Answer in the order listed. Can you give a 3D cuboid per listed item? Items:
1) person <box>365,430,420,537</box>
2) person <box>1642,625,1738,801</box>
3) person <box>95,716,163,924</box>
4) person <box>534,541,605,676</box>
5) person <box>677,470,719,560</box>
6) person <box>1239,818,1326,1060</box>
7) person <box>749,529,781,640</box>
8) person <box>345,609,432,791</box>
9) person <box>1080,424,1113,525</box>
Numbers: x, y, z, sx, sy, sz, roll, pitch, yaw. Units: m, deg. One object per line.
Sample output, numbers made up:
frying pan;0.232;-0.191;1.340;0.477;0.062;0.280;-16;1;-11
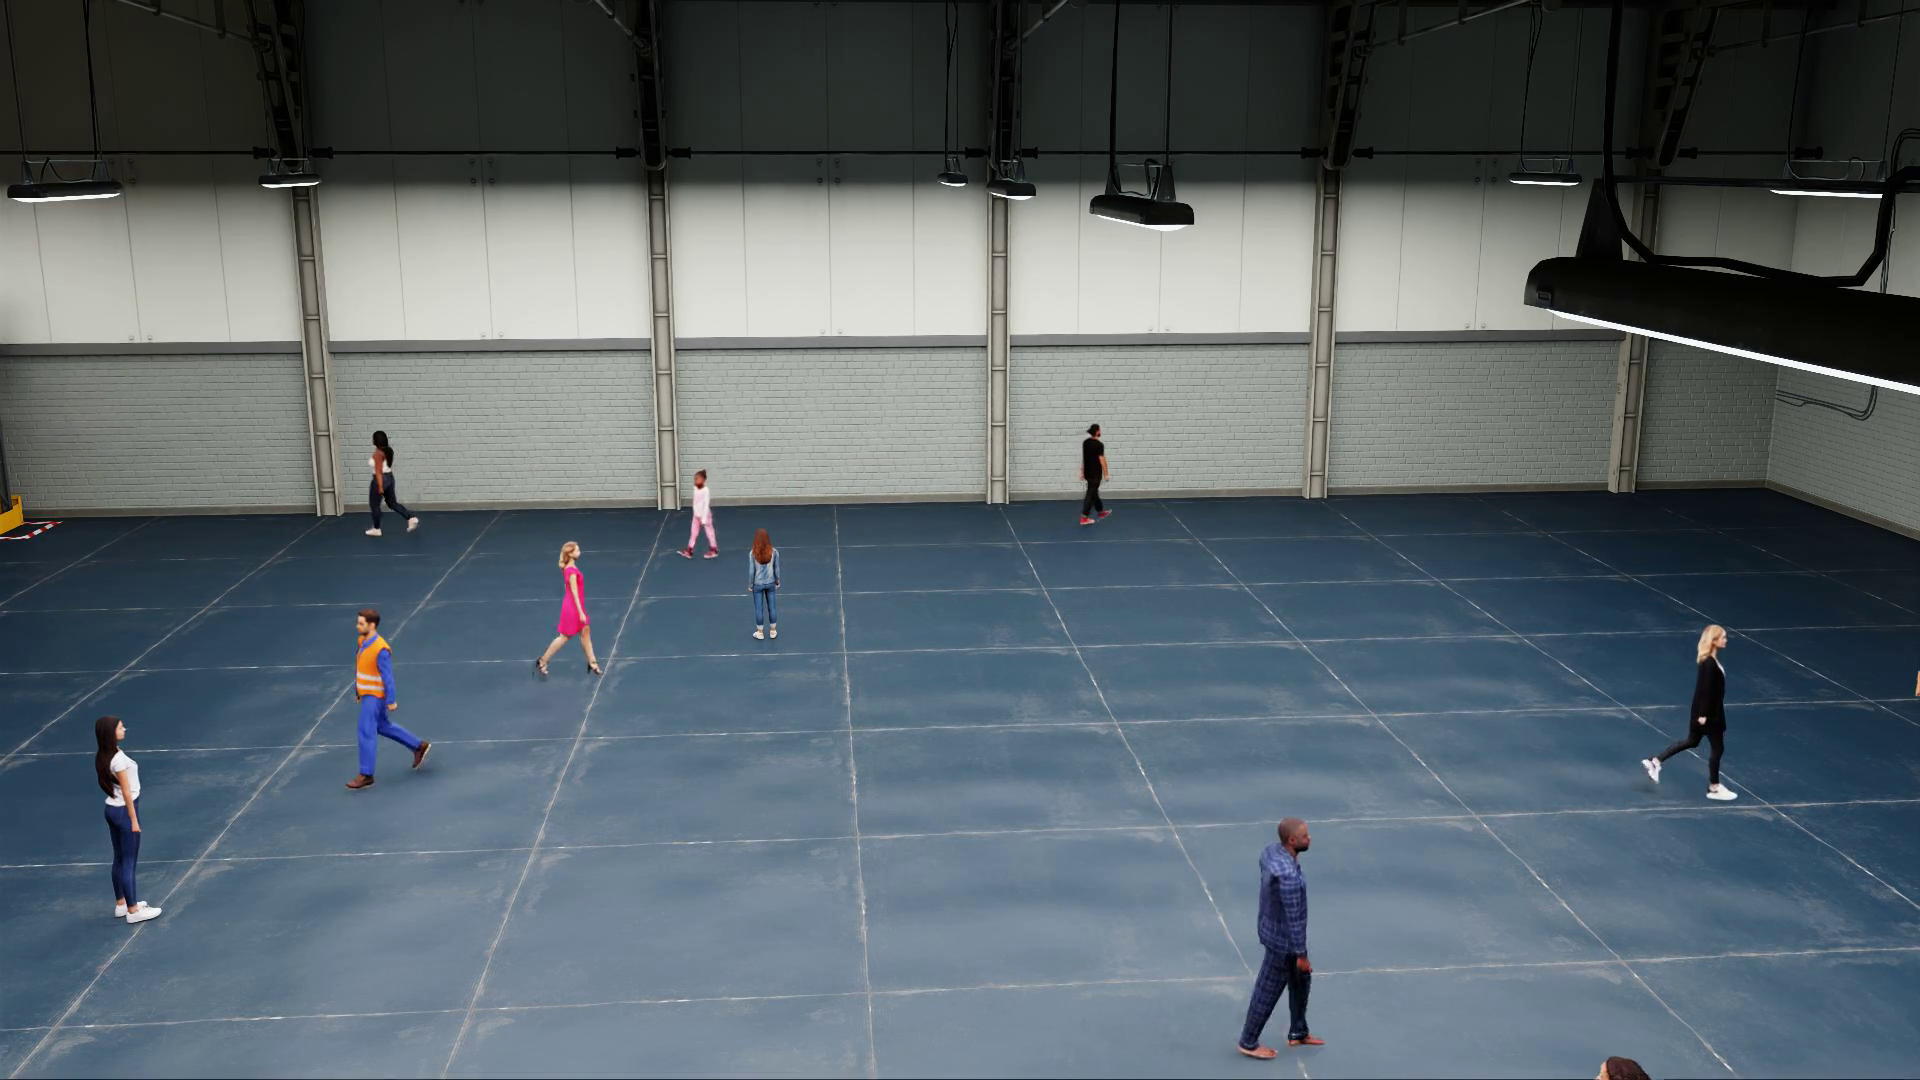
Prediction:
person;-9.523;-0.920;27.782;1.208;1.779;0.858;3;13;11
person;7.281;1.702;16.462;1.207;1.778;0.917;4;14;18
person;-6.983;2.310;13.844;0.666;1.775;0.709;13;18;43
person;-4.806;0.877;20.217;1.074;1.691;0.653;-2;13;-11
person;-4.019;-0.396;26.326;0.917;1.415;1.012;12;18;43
person;2.167;2.797;11.679;0.891;1.802;0.750;0;13;2
person;-2.595;0.575;21.996;0.511;1.476;0.676;-5;14;-19
person;-5.839;1.578;16.871;1.269;1.834;1.107;-11;17;-39
person;2.229;-1.111;28.723;1.139;1.727;0.955;-8;16;-33
